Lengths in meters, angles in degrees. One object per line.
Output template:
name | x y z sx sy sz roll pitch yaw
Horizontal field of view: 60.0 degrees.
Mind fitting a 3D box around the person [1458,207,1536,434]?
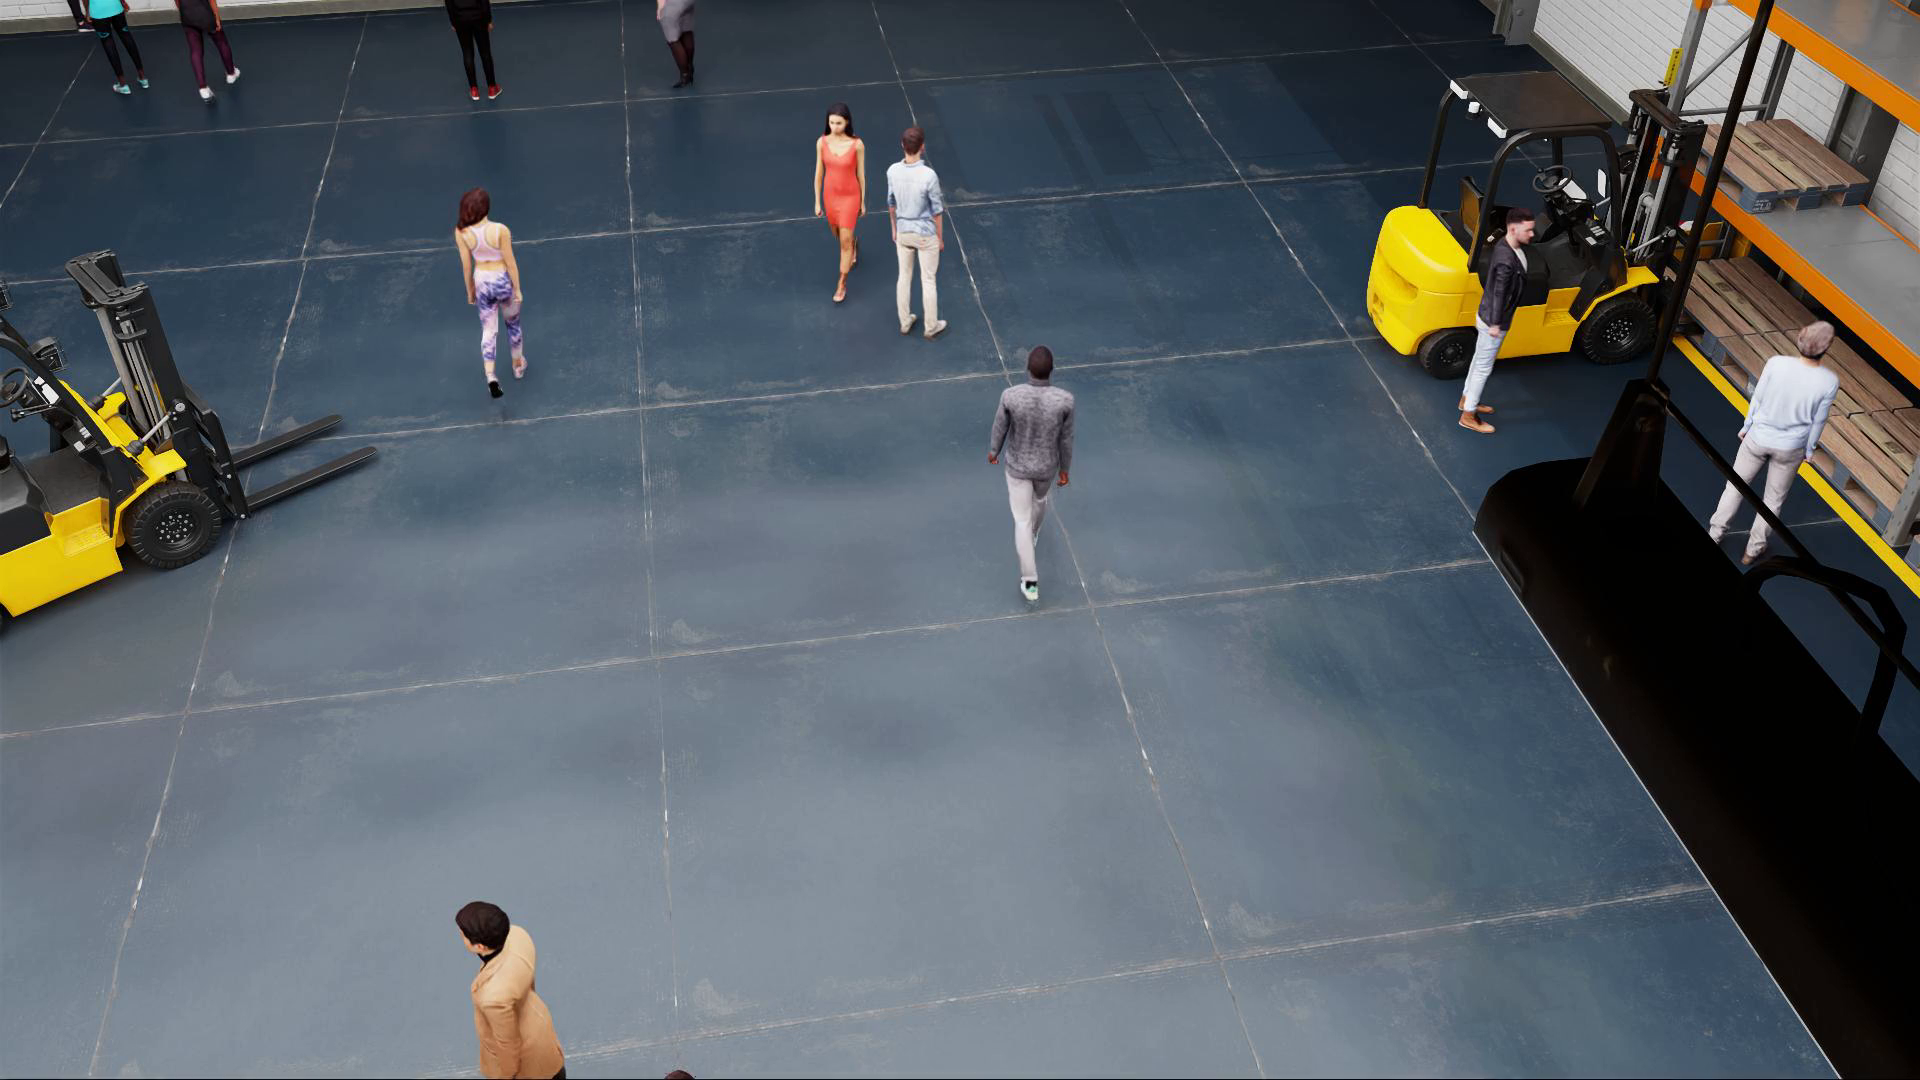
person | 4.073 -1.696 12.682 0.793 1.835 0.655 11 40 13

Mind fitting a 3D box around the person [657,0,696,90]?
person | -3.023 -5.758 17.849 0.878 1.733 0.783 27 46 29

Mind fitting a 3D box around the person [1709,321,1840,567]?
person | 5.559 -0.657 11.334 0.733 1.893 0.798 25 45 28

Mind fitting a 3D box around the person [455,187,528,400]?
person | -3.651 -1.914 13.023 0.634 1.748 1.048 -2 39 -3

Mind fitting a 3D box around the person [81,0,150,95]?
person | -9.075 -5.652 17.655 0.719 1.811 0.698 31 48 33

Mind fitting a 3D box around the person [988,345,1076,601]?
person | 0.478 -0.432 11.122 0.747 1.806 1.176 -3 39 -4

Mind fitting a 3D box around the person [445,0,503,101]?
person | -5.169 -5.484 17.554 0.600 1.674 0.513 -5 39 -6

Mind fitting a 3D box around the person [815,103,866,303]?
person | -1.003 -2.978 14.400 0.865 1.693 1.158 7 39 9

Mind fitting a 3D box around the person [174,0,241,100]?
person | -8.057 -5.511 17.523 0.650 1.754 1.077 -5 39 -6

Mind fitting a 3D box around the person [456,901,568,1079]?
person | -2.057 2.293 7.774 0.752 1.726 0.609 0 39 0

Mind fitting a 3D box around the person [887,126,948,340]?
person | -0.362 -2.524 13.708 0.743 1.848 0.774 17 42 20
